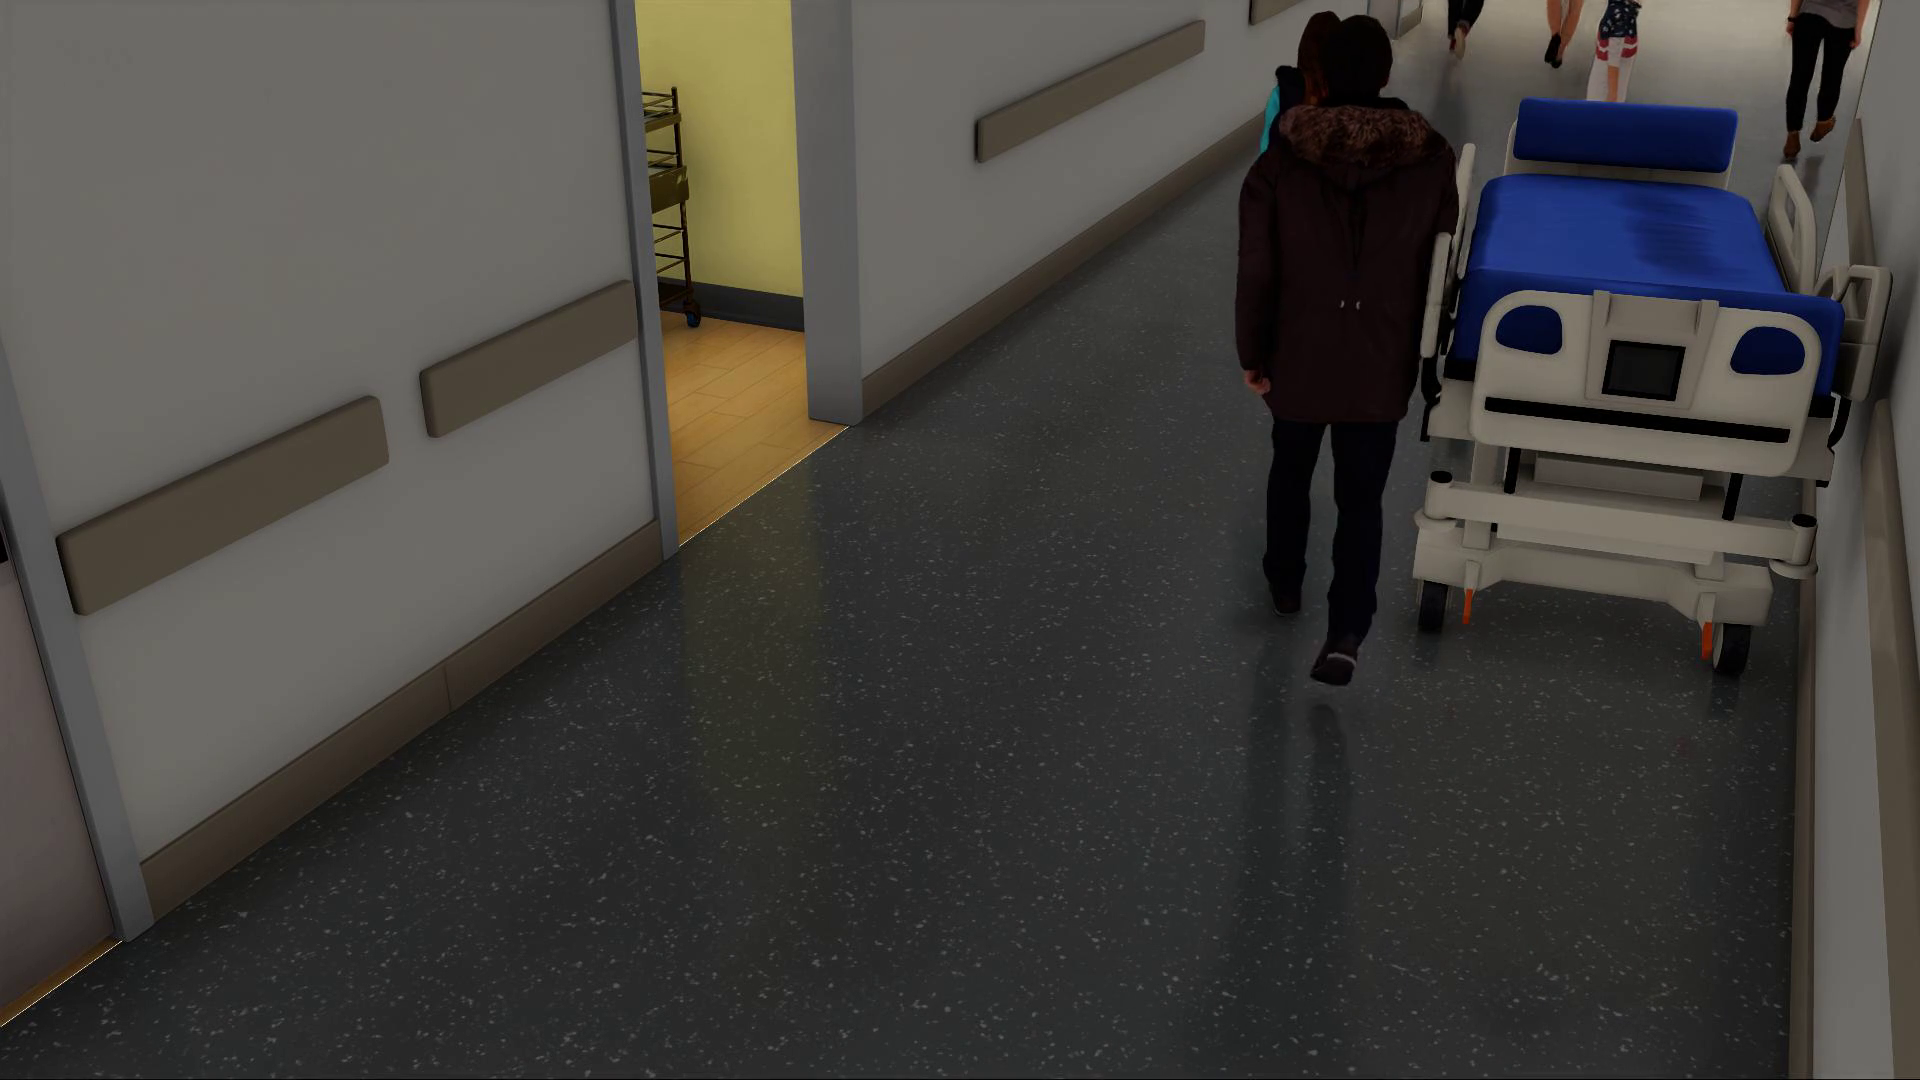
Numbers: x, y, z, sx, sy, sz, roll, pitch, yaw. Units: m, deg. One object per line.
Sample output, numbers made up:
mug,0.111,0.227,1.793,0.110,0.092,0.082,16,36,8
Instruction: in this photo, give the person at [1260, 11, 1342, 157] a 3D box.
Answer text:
person,1.451,-1.432,6.992,0.607,1.488,0.711,3,26,7

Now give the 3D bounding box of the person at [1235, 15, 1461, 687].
person,1.054,-0.465,4.607,1.149,1.817,0.999,4,26,9

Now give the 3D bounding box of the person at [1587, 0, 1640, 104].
person,3.711,-2.627,9.530,0.531,1.436,0.546,6,26,12

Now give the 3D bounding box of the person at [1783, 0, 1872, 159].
person,5.517,-3.299,10.625,0.981,1.696,0.754,15,29,28
